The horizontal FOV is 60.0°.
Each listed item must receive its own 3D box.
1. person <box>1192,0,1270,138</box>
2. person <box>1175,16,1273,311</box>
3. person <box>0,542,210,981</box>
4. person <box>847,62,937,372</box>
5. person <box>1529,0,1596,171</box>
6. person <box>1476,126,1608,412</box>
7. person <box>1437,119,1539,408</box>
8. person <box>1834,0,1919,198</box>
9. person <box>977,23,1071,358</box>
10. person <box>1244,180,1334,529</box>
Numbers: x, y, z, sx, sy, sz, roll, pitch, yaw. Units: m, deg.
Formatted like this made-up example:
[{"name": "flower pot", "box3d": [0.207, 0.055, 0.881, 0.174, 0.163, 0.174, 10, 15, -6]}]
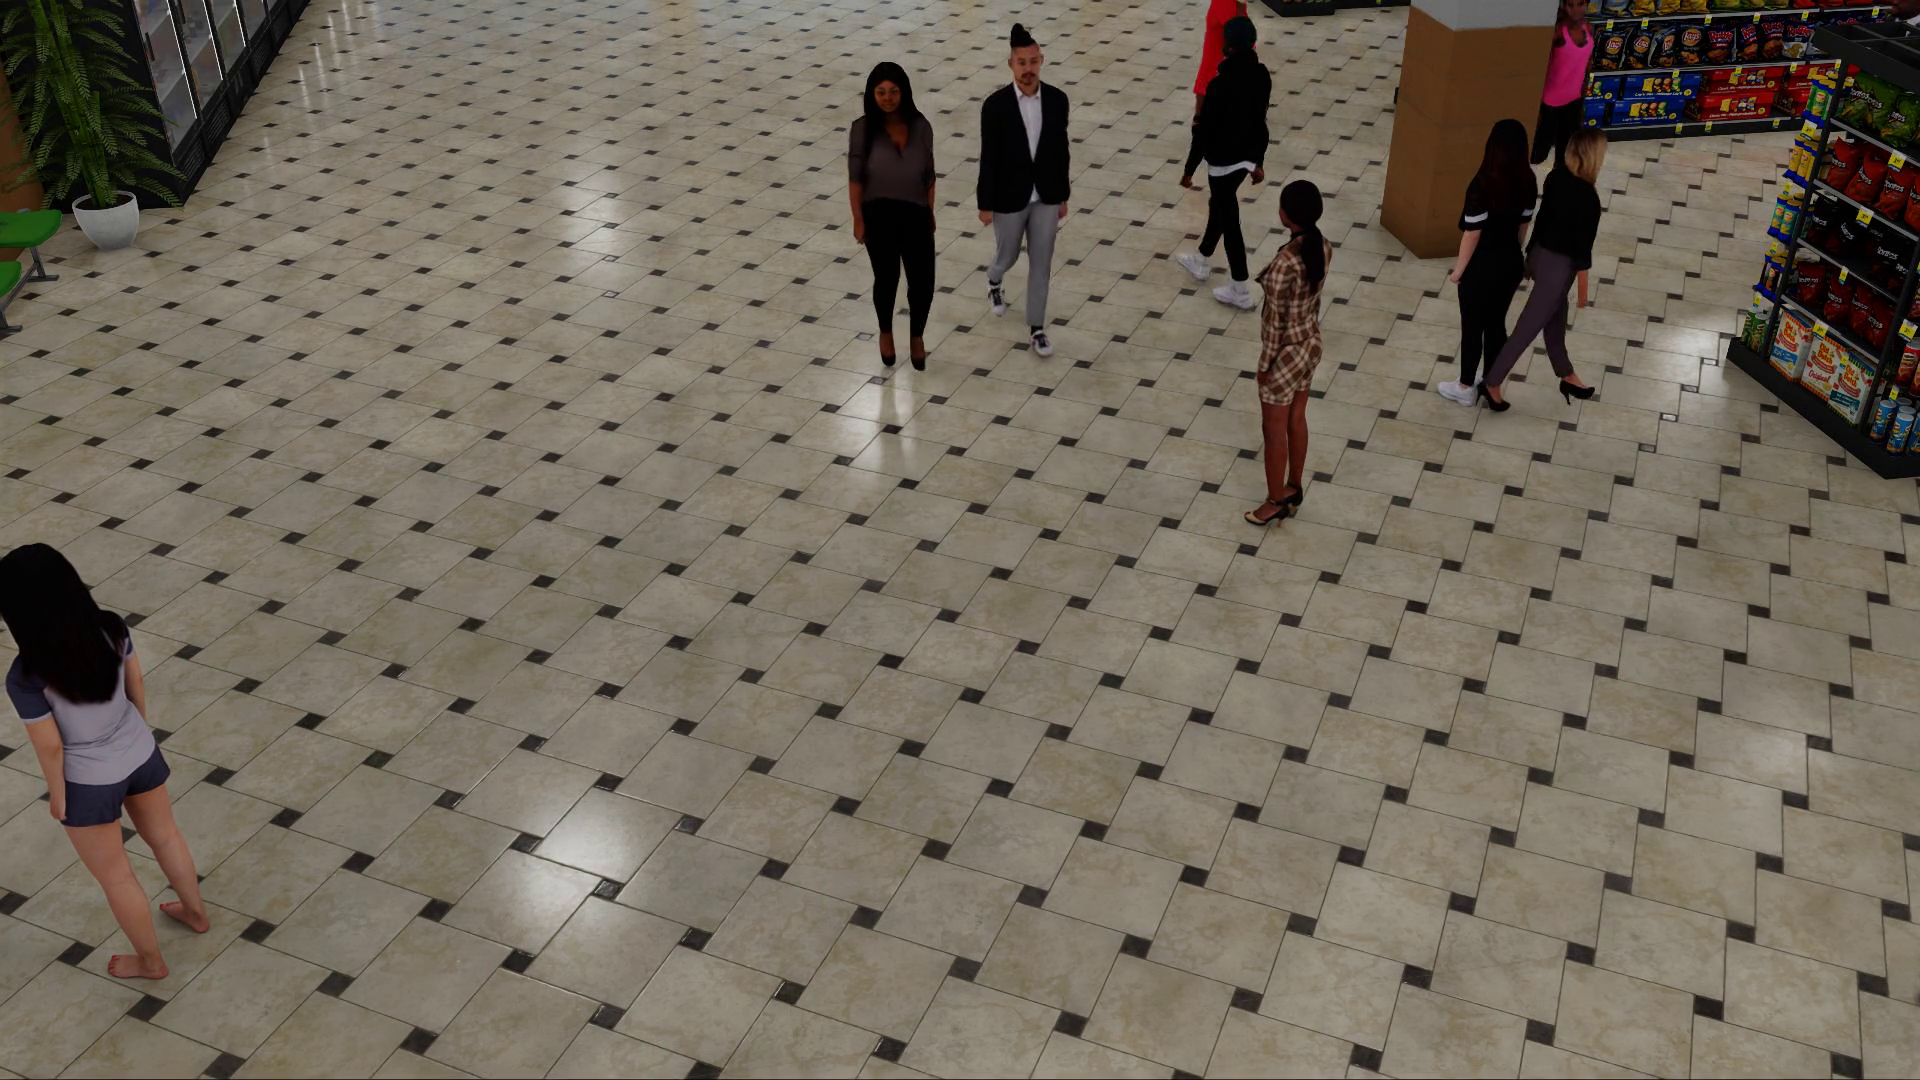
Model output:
[{"name": "person", "box3d": [2.061, -4.070, 13.224, 1.130, 1.752, 0.955, -26, 40, -36]}, {"name": "person", "box3d": [1.757, -2.308, 10.359, 1.099, 1.787, 1.064, -25, 40, -34]}, {"name": "person", "box3d": [-2.850, 0.746, 5.527, 0.690, 1.707, 0.679, 11, 33, 17]}, {"name": "person", "box3d": [-0.393, -1.865, 9.618, 0.594, 1.819, 0.707, -6, 32, -9]}, {"name": "person", "box3d": [4.126, -3.071, 11.665, 0.919, 1.703, 0.758, -14, 34, -21]}, {"name": "person", "box3d": [3.131, -1.414, 9.070, 0.923, 1.632, 0.657, -3, 32, -5]}, {"name": "person", "box3d": [2.946, -1.532, 9.253, 0.582, 1.638, 0.711, -12, 34, -19]}, {"name": "person", "box3d": [6.179, -2.832, 11.167, 0.618, 1.824, 0.704, -9, 33, -14]}, {"name": "person", "box3d": [0.349, -2.097, 9.883, 1.015, 1.932, 0.859, -10, 33, -16]}, {"name": "person", "box3d": [1.594, -0.876, 8.052, 0.739, 1.793, 0.659, 26, 40, 35]}]
